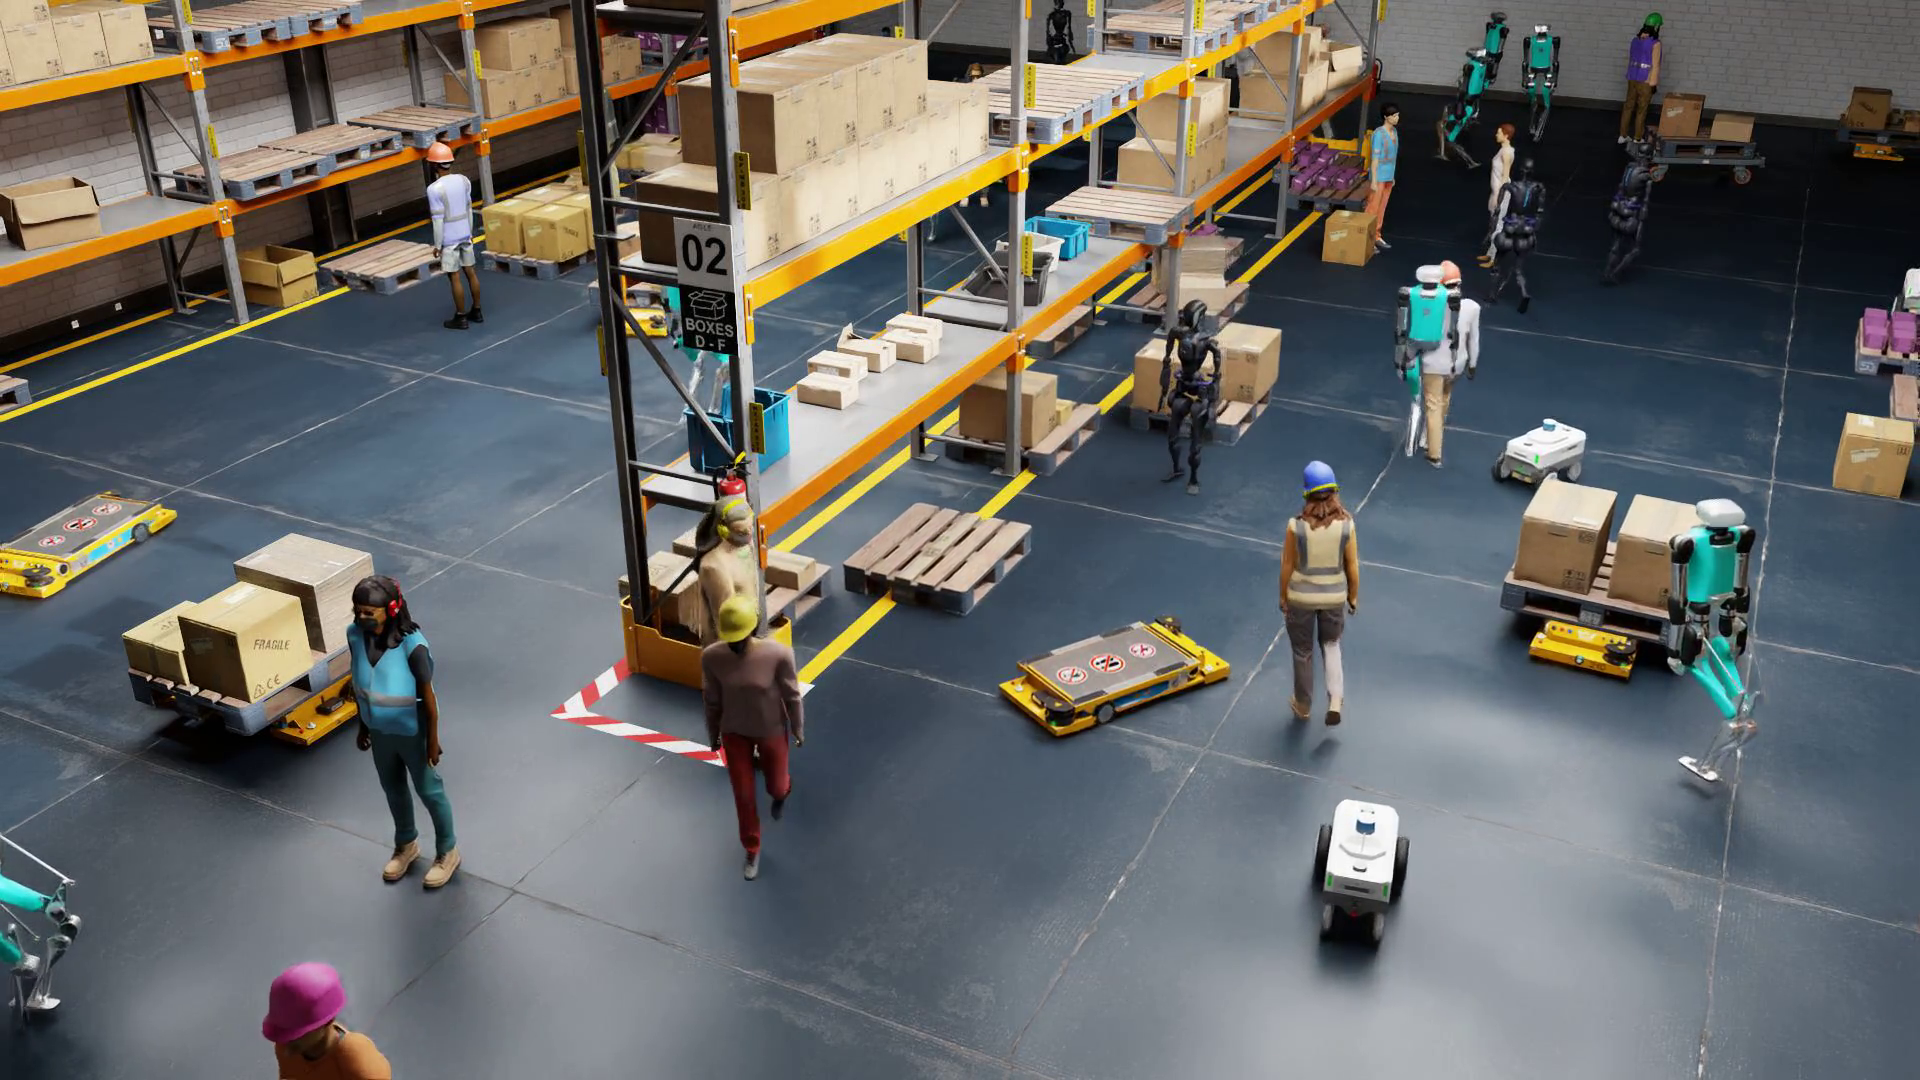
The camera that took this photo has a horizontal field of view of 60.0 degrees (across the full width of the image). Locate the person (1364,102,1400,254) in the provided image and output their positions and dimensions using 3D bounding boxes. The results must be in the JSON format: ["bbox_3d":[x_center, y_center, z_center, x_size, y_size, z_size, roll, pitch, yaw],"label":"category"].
[{"bbox_3d":[5.037,-4.318,19.812,0.315,1.765,0.508,20,33,35],"label":"person"}]

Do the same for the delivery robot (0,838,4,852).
[{"bbox_3d":[-5.789,1.589,9.214,0.739,0.566,0.499,12,29,23],"label":"delivery robot"}]

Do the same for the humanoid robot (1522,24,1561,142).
[{"bbox_3d":[8.788,-6.944,25.202,0.577,1.806,0.927,11,28,21],"label":"humanoid robot"}]

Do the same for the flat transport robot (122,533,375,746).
[{"bbox_3d":[-4.555,0.952,10.855,1.431,0.231,0.659,12,29,23],"label":"flat transport robot"}]

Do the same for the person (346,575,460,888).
[{"bbox_3d":[-3.007,1.017,8.940,0.509,1.860,0.390,10,28,19],"label":"person"}]

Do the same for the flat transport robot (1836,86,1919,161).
[{"bbox_3d":[13.619,-5.854,24.603,0.659,0.231,1.431,13,29,25],"label":"flat transport robot"}]

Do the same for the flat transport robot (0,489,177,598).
[{"bbox_3d":[-6.775,0.013,12.752,0.659,0.231,1.431,7,27,15],"label":"flat transport robot"}]

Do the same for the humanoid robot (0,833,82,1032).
[{"bbox_3d":[-4.558,1.667,7.882,0.692,1.891,0.554,1,26,1],"label":"humanoid robot"}]

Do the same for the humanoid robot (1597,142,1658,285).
[{"bbox_3d":[7.416,-3.620,18.508,0.359,1.641,0.612,-6,27,-11],"label":"humanoid robot"}]

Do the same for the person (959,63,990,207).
[{"bbox_3d":[0.209,-5.257,21.620,0.504,1.846,0.345,0,26,-1],"label":"person"}]

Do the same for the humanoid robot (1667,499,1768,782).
[{"bbox_3d":[4.477,0.707,9.735,0.544,1.787,0.842,-8,27,-15],"label":"humanoid robot"}]

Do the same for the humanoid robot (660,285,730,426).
[{"bbox_3d":[-2.315,-1.897,14.957,0.531,1.792,0.695,14,29,25],"label":"humanoid robot"}]

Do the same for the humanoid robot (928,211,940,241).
[{"bbox_3d":[-0.385,-4.389,20.116,0.544,1.881,0.761,4,27,8],"label":"humanoid robot"}]

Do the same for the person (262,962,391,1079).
[{"bbox_3d":[-2.231,2.319,6.186,0.513,1.965,0.671,13,29,24],"label":"person"}]

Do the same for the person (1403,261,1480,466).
[{"bbox_3d":[4.087,-1.540,14.232,0.599,1.728,0.744,-4,27,-9],"label":"person"}]

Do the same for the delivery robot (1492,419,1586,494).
[{"bbox_3d":[4.873,-0.713,13.891,0.781,0.591,0.499,-18,32,-33],"label":"delivery robot"}]

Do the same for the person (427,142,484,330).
[{"bbox_3d":[-5.269,-3.147,17.256,0.356,1.938,0.542,14,29,26],"label":"person"}]

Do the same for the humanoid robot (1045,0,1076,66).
[{"bbox_3d":[1.709,-8.320,27.995,0.610,1.654,0.396,-19,32,-33],"label":"humanoid robot"}]

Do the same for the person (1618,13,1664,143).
[{"bbox_3d":[10.131,-6.835,24.712,0.409,1.931,0.534,-12,29,-23],"label":"person"}]

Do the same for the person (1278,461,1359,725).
[{"bbox_3d":[2.230,0.376,10.336,0.477,1.754,0.538,-1,26,-3],"label":"person"}]

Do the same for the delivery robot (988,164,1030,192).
[{"bbox_3d":[0.638,-5.107,22.758,0.499,0.582,0.764,17,31,30],"label":"delivery robot"}]

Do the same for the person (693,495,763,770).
[{"bbox_3d":[-1.292,0.555,9.892,0.585,1.852,0.582,6,27,12],"label":"person"}]

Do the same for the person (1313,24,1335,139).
[{"bbox_3d":[5.296,-6.724,24.664,0.800,1.808,0.523,-3,26,-6],"label":"person"}]

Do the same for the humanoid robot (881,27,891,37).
[{"bbox_3d":[-1.149,-6.970,25.274,0.609,1.636,0.492,-4,27,-9],"label":"humanoid robot"}]

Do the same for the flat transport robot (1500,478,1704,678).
[{"bbox_3d":[4.515,0.508,11.752,0.659,0.231,1.431,14,29,26],"label":"flat transport robot"}]

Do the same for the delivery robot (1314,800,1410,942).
[{"bbox_3d":[2.158,1.721,8.946,0.499,0.564,0.744,8,27,15],"label":"delivery robot"}]

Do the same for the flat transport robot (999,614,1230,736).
[{"bbox_3d":[1.030,0.882,10.996,1.431,0.231,0.659,-16,30,-29],"label":"flat transport robot"}]

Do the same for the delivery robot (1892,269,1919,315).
[{"bbox_3d":[10.297,-2.639,17.794,0.499,0.601,0.802,12,29,23],"label":"delivery robot"}]

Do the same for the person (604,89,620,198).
[{"bbox_3d":[-4.564,-5.109,21.321,0.374,1.843,0.567,2,26,4],"label":"person"}]

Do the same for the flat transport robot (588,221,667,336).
[{"bbox_3d":[-3.233,-2.516,17.860,0.659,0.231,1.431,5,27,10],"label":"flat transport robot"}]

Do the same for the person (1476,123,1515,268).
[{"bbox_3d":[6.239,-3.990,19.266,0.285,1.660,0.442,6,27,12],"label":"person"}]

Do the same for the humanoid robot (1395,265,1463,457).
[{"bbox_3d":[4.044,-1.560,14.314,0.554,1.793,0.890,13,29,25],"label":"humanoid robot"}]

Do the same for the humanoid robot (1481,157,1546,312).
[{"bbox_3d":[5.956,-3.282,17.842,0.597,1.644,0.621,-3,27,-7],"label":"humanoid robot"}]

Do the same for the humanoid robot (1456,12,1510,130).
[{"bbox_3d":[8.007,-7.189,25.774,0.732,1.904,0.555,-6,27,-12],"label":"humanoid robot"}]

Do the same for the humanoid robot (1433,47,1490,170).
[{"bbox_3d":[7.005,-6.063,23.387,0.563,1.736,1.051,-22,34,-37],"label":"humanoid robot"}]

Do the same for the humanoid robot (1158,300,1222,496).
[{"bbox_3d":[1.894,-1.183,13.586,0.586,1.644,0.371,20,33,35],"label":"humanoid robot"}]

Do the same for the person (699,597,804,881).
[{"bbox_3d":[-1.118,1.000,9.091,0.550,1.735,0.611,1,26,2],"label":"person"}]

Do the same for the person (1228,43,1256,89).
[{"bbox_3d":[4.505,-7.521,26.159,0.443,1.875,0.666,-12,29,-24],"label":"person"}]
